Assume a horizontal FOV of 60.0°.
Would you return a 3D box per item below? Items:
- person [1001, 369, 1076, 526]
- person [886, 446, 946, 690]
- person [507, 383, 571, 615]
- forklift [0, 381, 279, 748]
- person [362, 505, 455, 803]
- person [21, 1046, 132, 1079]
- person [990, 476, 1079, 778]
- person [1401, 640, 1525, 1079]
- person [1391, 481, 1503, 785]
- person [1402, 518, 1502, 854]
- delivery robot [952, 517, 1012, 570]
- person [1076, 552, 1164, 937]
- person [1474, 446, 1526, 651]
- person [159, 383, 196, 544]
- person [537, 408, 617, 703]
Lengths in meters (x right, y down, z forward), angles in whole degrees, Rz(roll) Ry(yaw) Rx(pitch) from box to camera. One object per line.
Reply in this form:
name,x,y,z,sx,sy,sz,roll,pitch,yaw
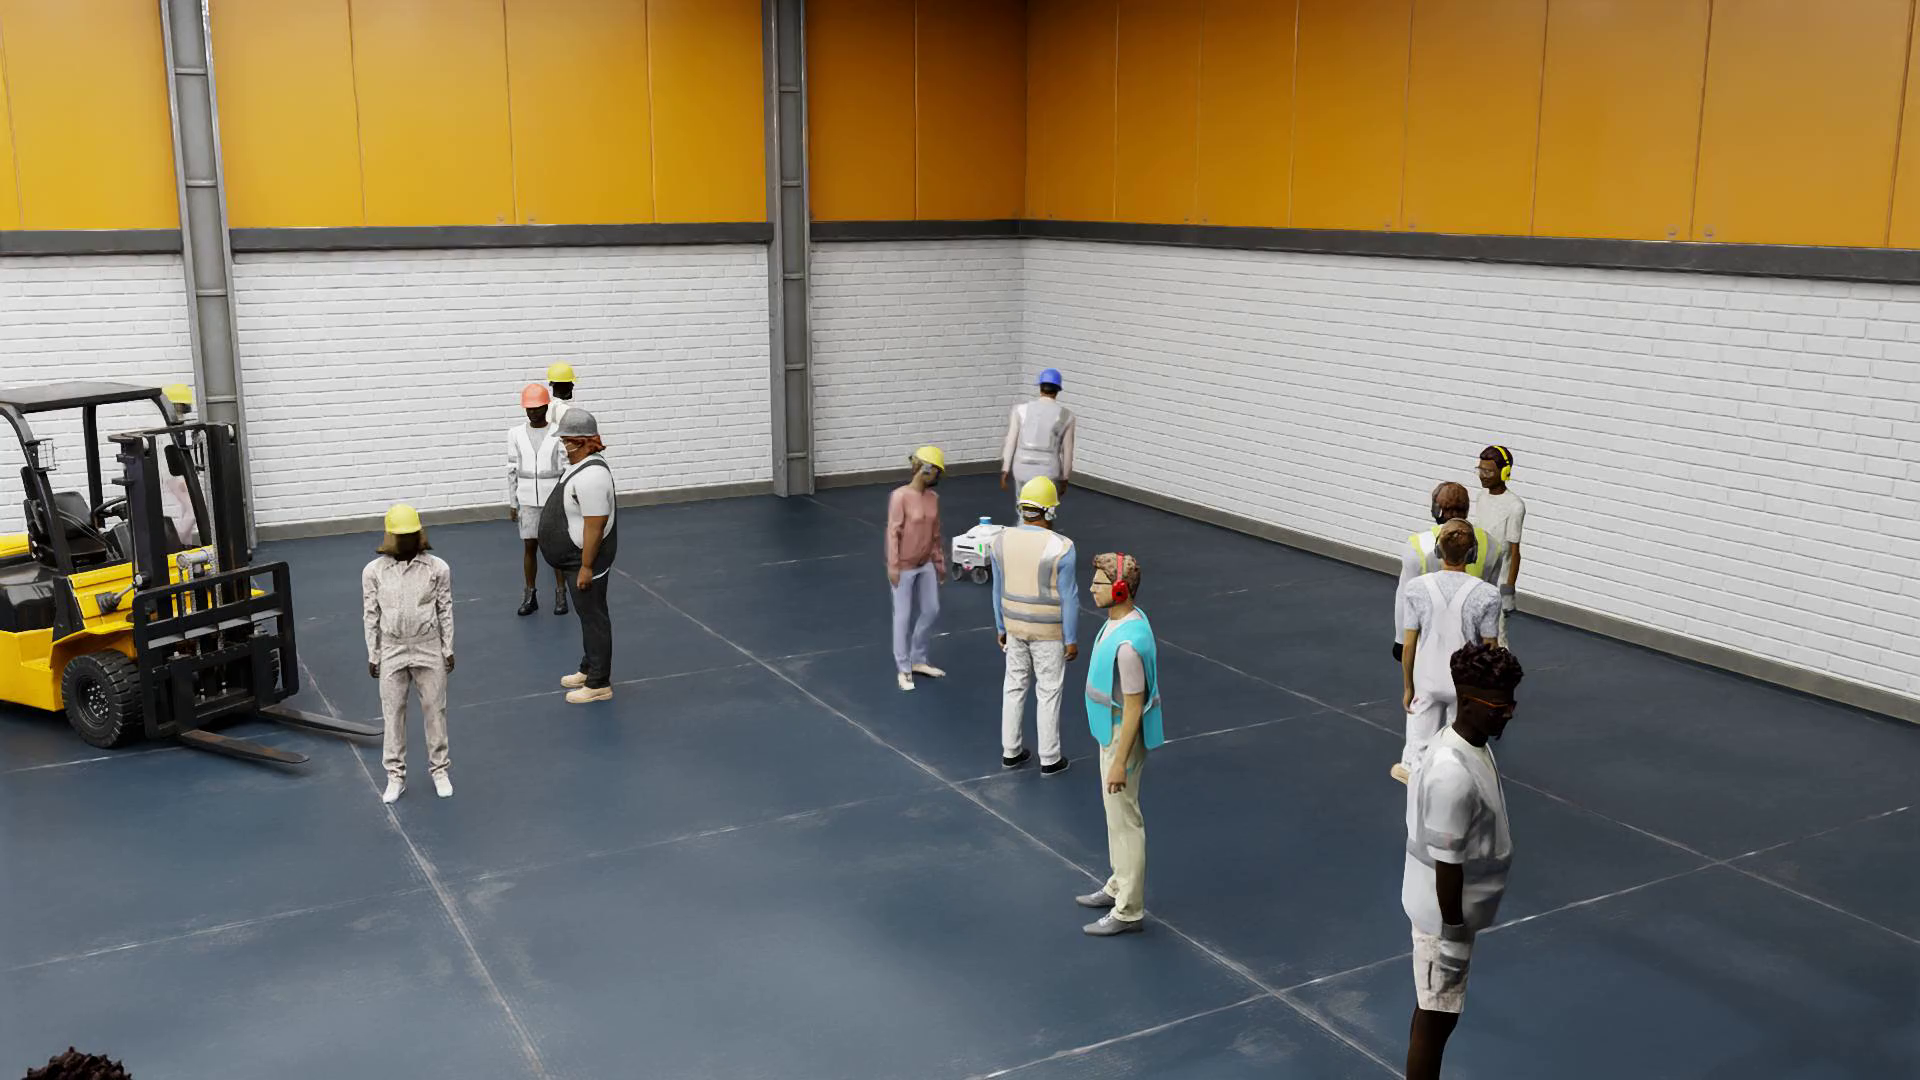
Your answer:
person,0.737,-0.613,15.216,0.659,1.880,0.859,4,13,18
person,-0.344,0.199,11.818,0.338,1.723,0.575,10,16,40
person,-3.468,-0.334,13.771,0.544,1.939,0.355,0,12,-2
forklift,-5.853,0.085,11.199,2.313,2.155,1.214,7,14,28
person,-3.169,0.652,9.603,0.493,1.743,0.301,-4,13,-17
person,-1.624,1.900,3.231,0.612,1.965,0.362,-9,15,-36
person,0.464,0.523,10.037,0.586,1.824,0.404,9,15,36
person,1.786,1.313,5.989,0.374,1.962,0.608,5,13,20
person,2.853,0.562,9.833,0.633,1.832,0.429,-3,12,-13
person,2.562,0.791,8.714,0.507,1.846,0.346,6,14,27
delivery robot,0.230,0.034,15.088,0.477,0.478,0.707,7,14,31
person,0.770,0.963,7.908,0.386,1.845,0.568,0,12,0
person,3.514,0.291,11.033,0.334,1.860,0.509,-3,12,-14
person,-7.201,-0.591,15.420,0.442,1.744,0.537,1,12,3
person,-2.639,0.097,11.506,0.538,2.000,0.684,-3,13,-16
